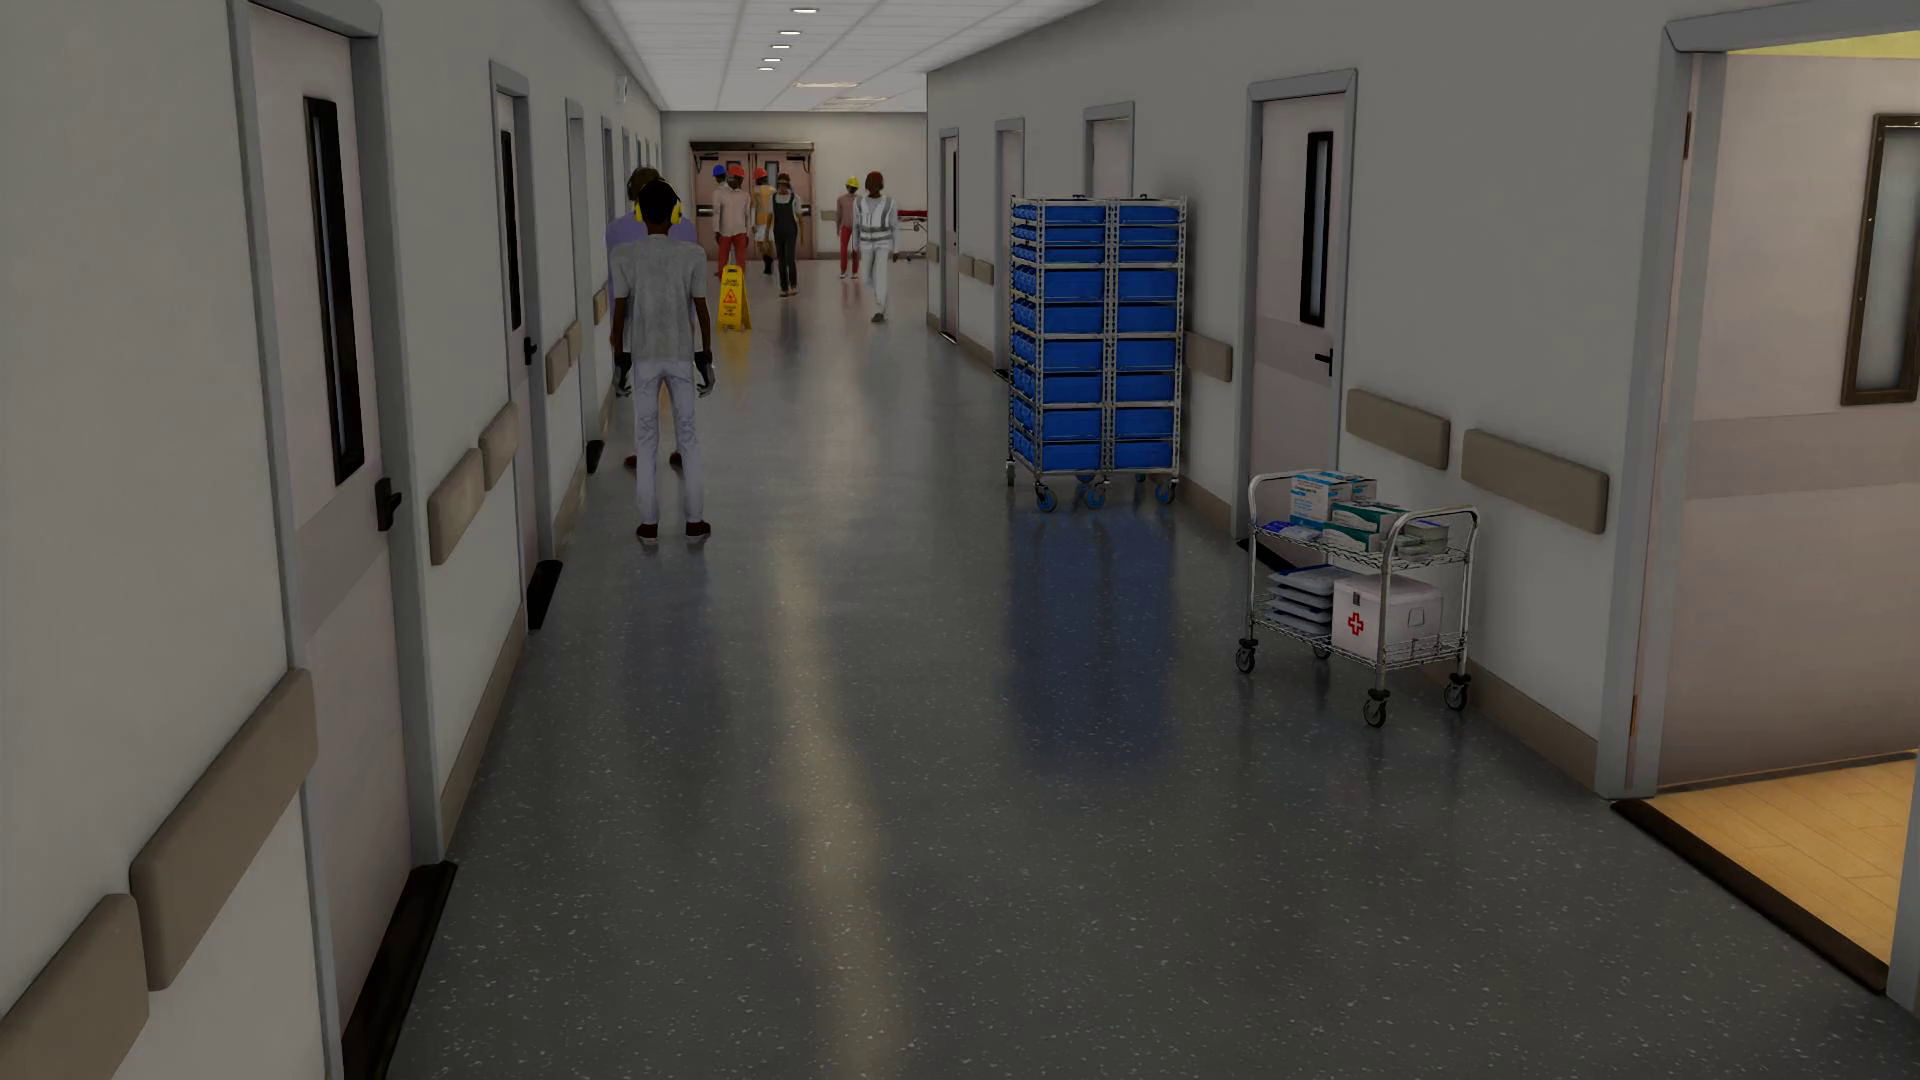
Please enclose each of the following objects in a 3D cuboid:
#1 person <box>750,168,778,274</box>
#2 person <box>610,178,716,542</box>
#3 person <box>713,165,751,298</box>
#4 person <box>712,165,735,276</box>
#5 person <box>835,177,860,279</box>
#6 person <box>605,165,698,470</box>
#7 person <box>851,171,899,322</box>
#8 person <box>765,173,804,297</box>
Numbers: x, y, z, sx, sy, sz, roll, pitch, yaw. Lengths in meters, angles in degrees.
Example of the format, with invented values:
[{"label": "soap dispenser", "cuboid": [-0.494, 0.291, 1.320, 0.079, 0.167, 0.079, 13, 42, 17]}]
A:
[{"label": "person", "cuboid": [-3.486, -5.702, 29.800, 0.538, 1.906, 0.706, -6, 14, -24]}, {"label": "person", "cuboid": [-1.539, -0.920, 8.619, 0.533, 1.870, 0.315, -2, 13, -9]}, {"label": "person", "cuboid": [-3.402, -4.585, 24.777, 0.626, 1.943, 0.871, -5, 14, -22]}, {"label": "person", "cuboid": [-4.192, -5.657, 29.493, 0.402, 1.941, 0.602, 3, 13, 13]}, {"label": "person", "cuboid": [-1.888, -5.379, 28.702, 0.547, 1.733, 0.536, 0, 13, 1]}, {"label": "person", "cuboid": [-1.952, -1.404, 10.616, 0.635, 1.938, 0.352, -10, 16, -37]}, {"label": "person", "cuboid": [-1.037, -3.696, 20.942, 0.609, 1.868, 0.654, 3, 13, 15]}, {"label": "person", "cuboid": [-2.595, -4.506, 24.649, 0.532, 1.818, 0.476, 3, 13, 13]}]
